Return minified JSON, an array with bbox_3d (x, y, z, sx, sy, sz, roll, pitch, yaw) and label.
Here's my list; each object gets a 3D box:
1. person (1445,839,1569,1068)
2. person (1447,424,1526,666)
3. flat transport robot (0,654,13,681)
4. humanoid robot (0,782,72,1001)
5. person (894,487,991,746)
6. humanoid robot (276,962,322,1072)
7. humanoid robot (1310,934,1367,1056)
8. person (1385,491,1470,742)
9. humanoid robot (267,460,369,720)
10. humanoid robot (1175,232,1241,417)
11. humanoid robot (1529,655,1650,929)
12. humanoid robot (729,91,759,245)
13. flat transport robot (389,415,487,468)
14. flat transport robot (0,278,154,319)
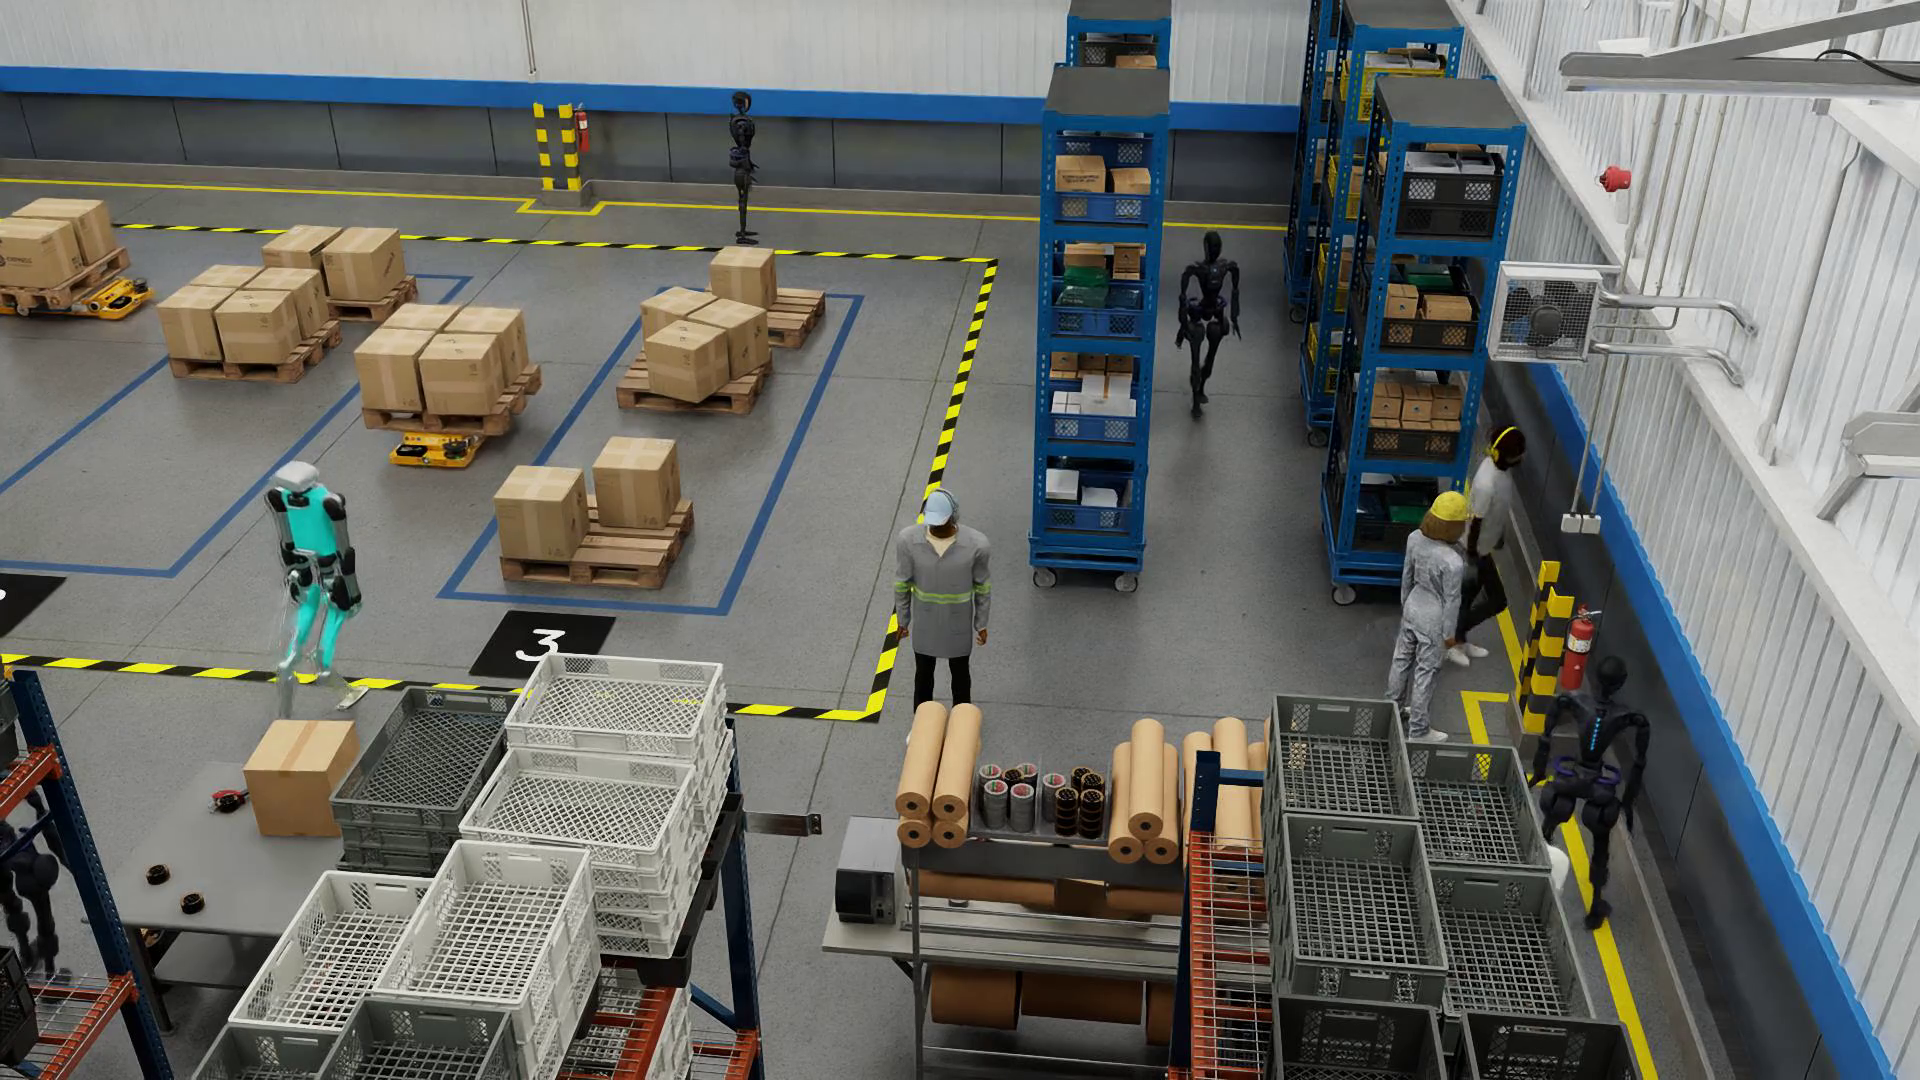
[{"bbox_3d":[2.495,1.972,7.739,0.592,1.820,0.504,-2,30,-3],"label":"person"},{"bbox_3d":[3.509,0.039,11.030,0.404,1.851,0.573,10,32,17],"label":"person"},{"bbox_3d":[-7.142,0.969,11.010,1.431,0.231,0.659,3,30,6],"label":"flat transport robot"},{"bbox_3d":[-4.855,1.608,8.506,0.595,1.648,0.432,-4,30,-7],"label":"humanoid robot"},{"bbox_3d":[-0.113,0.497,10.246,0.597,1.850,0.397,3,30,6],"label":"person"},{"bbox_3d":[-2.656,2.622,6.814,0.542,1.884,0.750,17,34,26],"label":"humanoid robot"},{"bbox_3d":[1.675,2.280,7.384,0.685,1.636,0.610,-8,31,-14],"label":"humanoid robot"},{"bbox_3d":[2.940,0.478,10.388,0.303,1.739,0.484,-13,33,-21],"label":"person"},{"bbox_3d":[-4.162,0.475,10.463,0.547,1.842,0.857,10,32,16],"label":"humanoid robot"},{"bbox_3d":[2.199,-1.889,14.540,0.589,1.636,0.691,-6,31,-11],"label":"humanoid robot"},{"bbox_3d":[3.355,1.357,8.946,0.618,1.636,0.377,12,32,20],"label":"humanoid robot"},{"bbox_3d":[-2.378,-4.123,18.341,0.315,1.657,0.599,-2,30,-4],"label":"humanoid robot"},{"bbox_3d":[-4.371,-1.053,14.454,0.652,0.197,1.431,3,30,6],"label":"flat transport robot"},{"bbox_3d":[-9.073,-2.495,16.931,1.431,0.197,0.652,3,30,6],"label":"flat transport robot"}]
